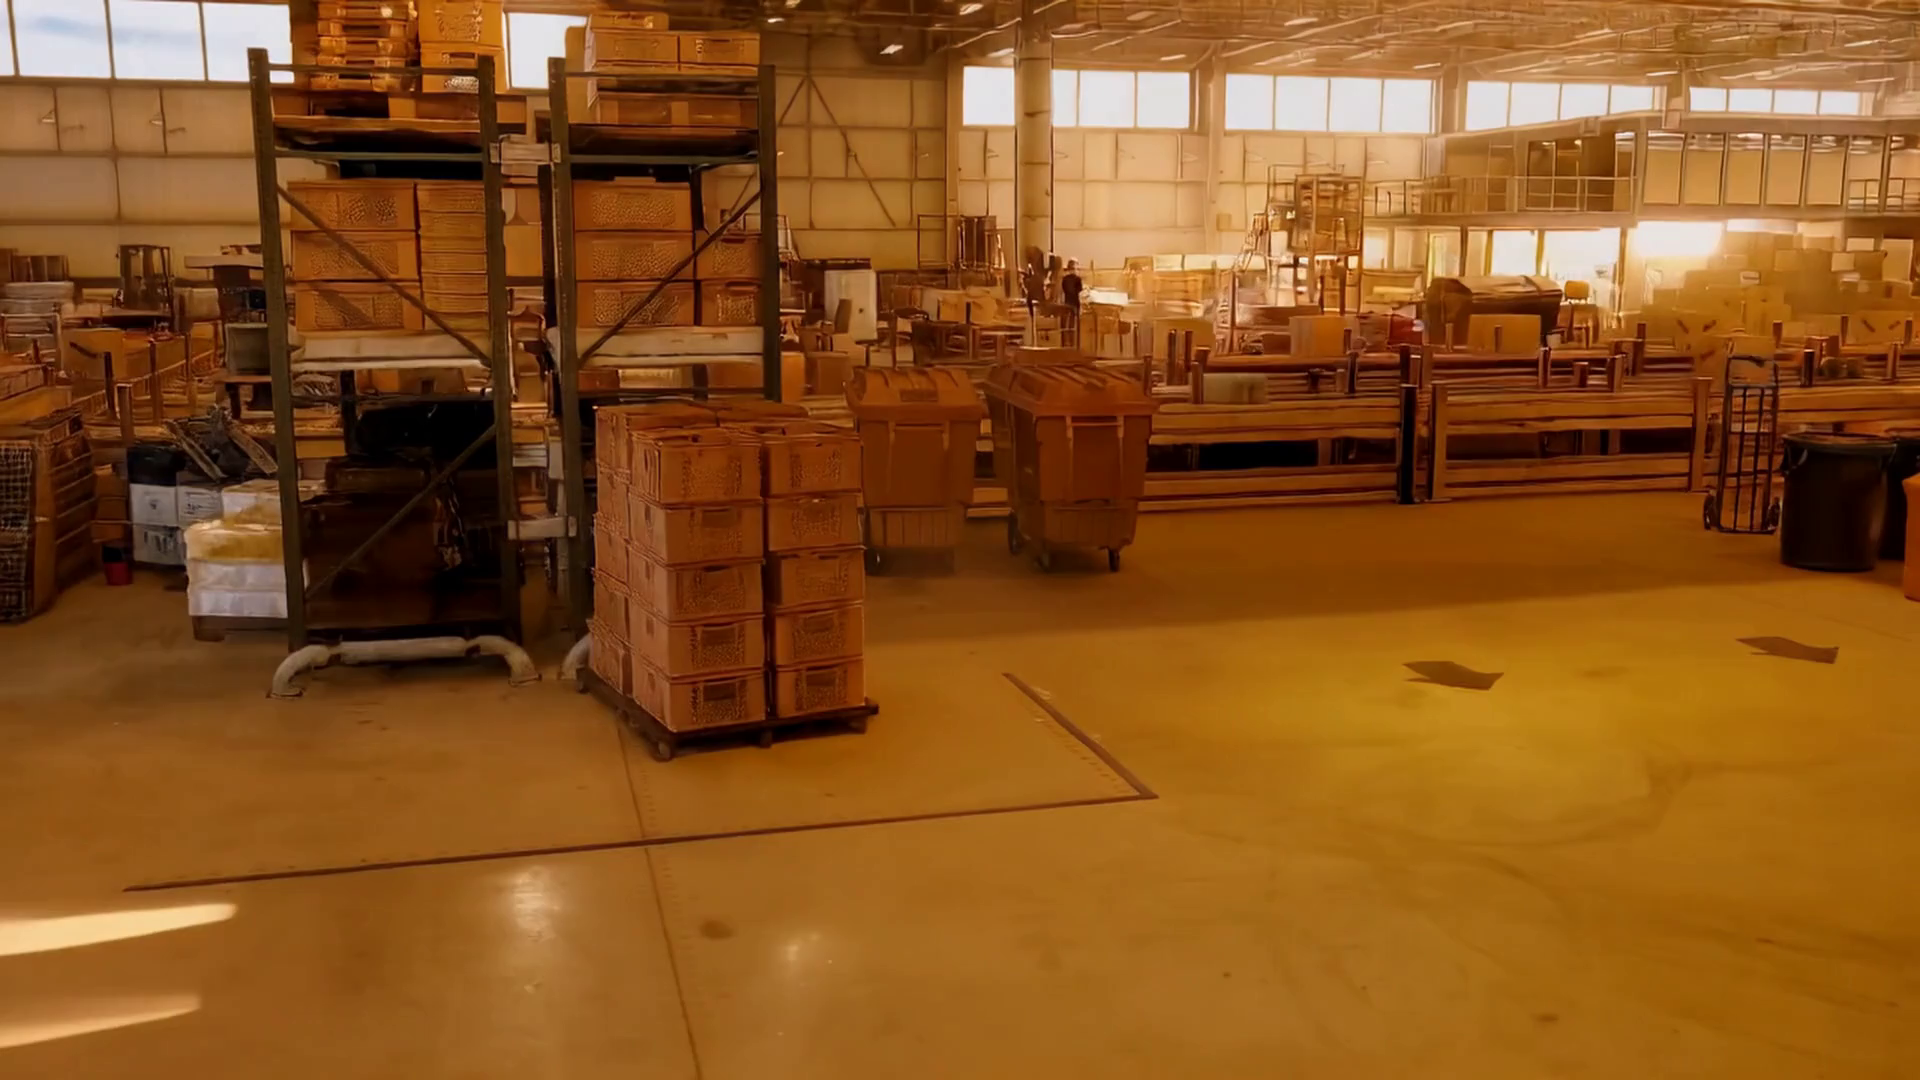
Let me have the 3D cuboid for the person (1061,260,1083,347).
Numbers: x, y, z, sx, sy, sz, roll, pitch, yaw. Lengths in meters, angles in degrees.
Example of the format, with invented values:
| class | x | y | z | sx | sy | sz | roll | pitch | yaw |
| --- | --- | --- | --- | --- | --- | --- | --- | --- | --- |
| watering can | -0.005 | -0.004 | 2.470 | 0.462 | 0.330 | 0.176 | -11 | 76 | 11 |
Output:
| class | x | y | z | sx | sy | sz | roll | pitch | yaw |
| --- | --- | --- | --- | --- | --- | --- | --- | --- | --- |
| person | 2.168 | -4.439 | 31.953 | 0.328 | 1.872 | 0.509 | -9 | 14 | -43 |

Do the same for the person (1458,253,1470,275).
| class | x | y | z | sx | sy | sz | roll | pitch | yaw |
| --- | --- | --- | --- | --- | --- | --- | --- | --- | --- |
| person | 17.406 | -8.973 | 57.493 | 0.381 | 1.917 | 0.584 | 7 | 12 | 34 |

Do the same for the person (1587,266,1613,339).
| class | x | y | z | sx | sy | sz | roll | pitch | yaw |
| --- | --- | --- | --- | --- | --- | --- | --- | --- | --- |
| person | 13.111 | -4.765 | 34.187 | 0.548 | 1.716 | 0.911 | 0 | 10 | 0 |

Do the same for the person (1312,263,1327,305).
| class | x | y | z | sx | sy | sz | roll | pitch | yaw |
| --- | --- | --- | --- | --- | --- | --- | --- | --- | --- |
| person | 11.356 | -8.082 | 52.680 | 0.583 | 1.827 | 0.989 | 9 | 14 | 43 |

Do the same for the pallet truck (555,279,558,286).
| class | x | y | z | sx | sy | sz | roll | pitch | yaw |
| --- | --- | --- | --- | --- | --- | --- | --- | --- | --- |
| pallet truck | -10.604 | -6.375 | 44.520 | 0.653 | 1.274 | 1.630 | -3 | 10 | -15 |

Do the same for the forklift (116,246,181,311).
| class | x | y | z | sx | sy | sz | roll | pitch | yaw |
| --- | --- | --- | --- | --- | --- | --- | --- | --- | --- |
| forklift | -19.966 | -6.232 | 40.894 | 1.157 | 1.987 | 2.680 | -3 | 10 | -15 |

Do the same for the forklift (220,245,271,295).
| class | x | y | z | sx | sy | sz | roll | pitch | yaw |
| --- | --- | --- | --- | --- | --- | --- | --- | --- | --- |
| forklift | -17.749 | -6.334 | 41.440 | 1.157 | 1.987 | 2.680 | -3 | 10 | -17 |
